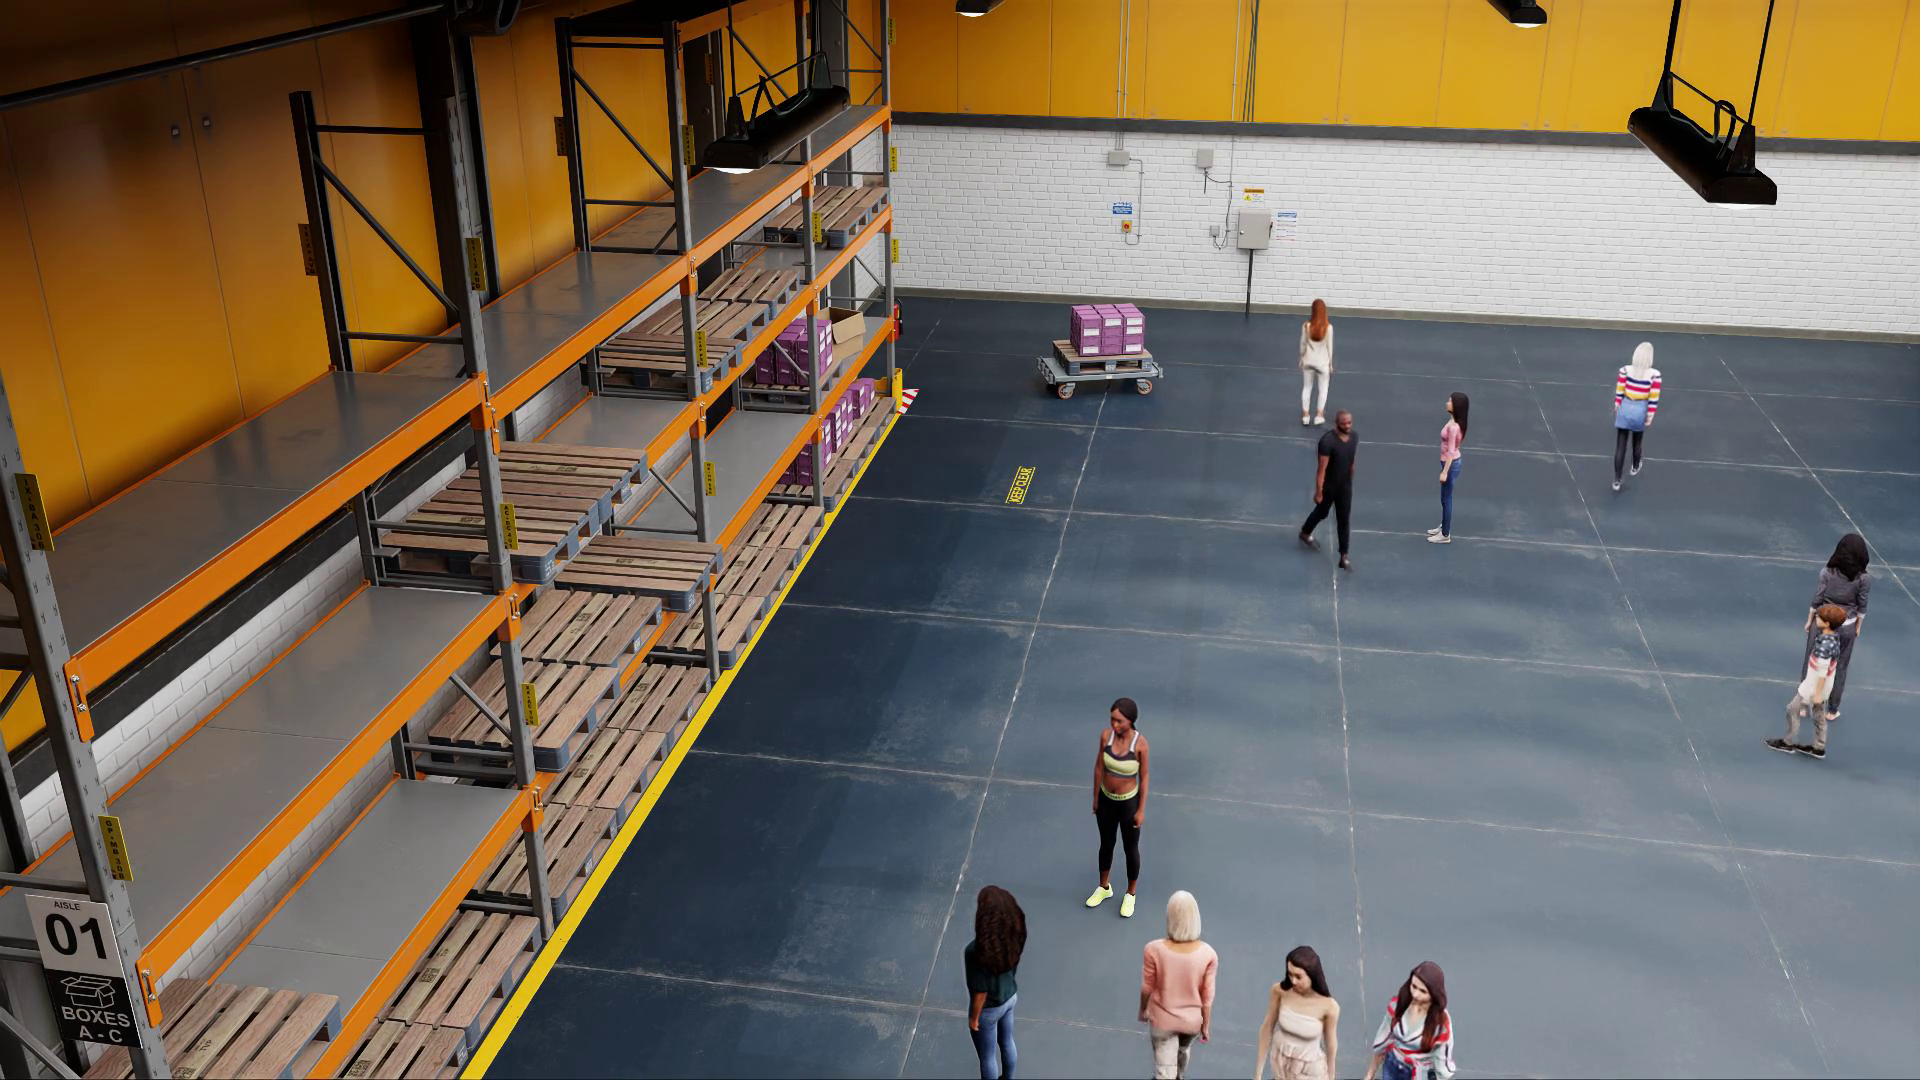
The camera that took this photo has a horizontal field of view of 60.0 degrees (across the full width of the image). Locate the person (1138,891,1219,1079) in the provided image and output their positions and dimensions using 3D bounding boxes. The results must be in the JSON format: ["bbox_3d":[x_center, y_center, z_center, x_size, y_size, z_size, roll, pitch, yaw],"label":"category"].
[{"bbox_3d":[1.300,2.933,9.964,0.683,1.680,1.194,1,24,3],"label":"person"}]

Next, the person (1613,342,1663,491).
[{"bbox_3d":[8.021,-1.459,19.899,0.878,1.769,1.141,12,26,26],"label":"person"}]

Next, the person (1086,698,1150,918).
[{"bbox_3d":[1.177,1.925,12.176,0.617,1.755,0.602,12,26,25],"label":"person"}]

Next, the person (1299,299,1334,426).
[{"bbox_3d":[4.709,-2.331,21.978,0.680,1.703,0.630,12,26,25],"label":"person"}]

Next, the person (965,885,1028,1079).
[{"bbox_3d":[0.208,2.835,10.266,0.766,1.617,0.681,19,30,36],"label":"person"}]

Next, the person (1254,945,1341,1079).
[{"bbox_3d":[2.012,3.048,9.686,0.878,1.692,1.110,15,28,31],"label":"person"}]

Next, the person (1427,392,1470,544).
[{"bbox_3d":[5.433,-0.815,18.460,0.664,1.742,0.494,8,25,18],"label":"person"}]

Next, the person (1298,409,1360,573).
[{"bbox_3d":[3.980,-0.596,17.936,1.147,1.761,1.338,-12,26,-26],"label":"person"}]

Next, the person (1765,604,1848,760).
[{"bbox_3d":[7.385,1.234,14.171,0.760,1.424,0.731,18,30,36],"label":"person"}]

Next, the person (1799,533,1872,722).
[{"bbox_3d":[7.773,0.773,14.802,0.642,1.764,0.582,9,25,20],"label":"person"}]

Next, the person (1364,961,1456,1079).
[{"bbox_3d":[2.667,3.101,9.674,0.749,1.605,0.696,-16,28,-33],"label":"person"}]
